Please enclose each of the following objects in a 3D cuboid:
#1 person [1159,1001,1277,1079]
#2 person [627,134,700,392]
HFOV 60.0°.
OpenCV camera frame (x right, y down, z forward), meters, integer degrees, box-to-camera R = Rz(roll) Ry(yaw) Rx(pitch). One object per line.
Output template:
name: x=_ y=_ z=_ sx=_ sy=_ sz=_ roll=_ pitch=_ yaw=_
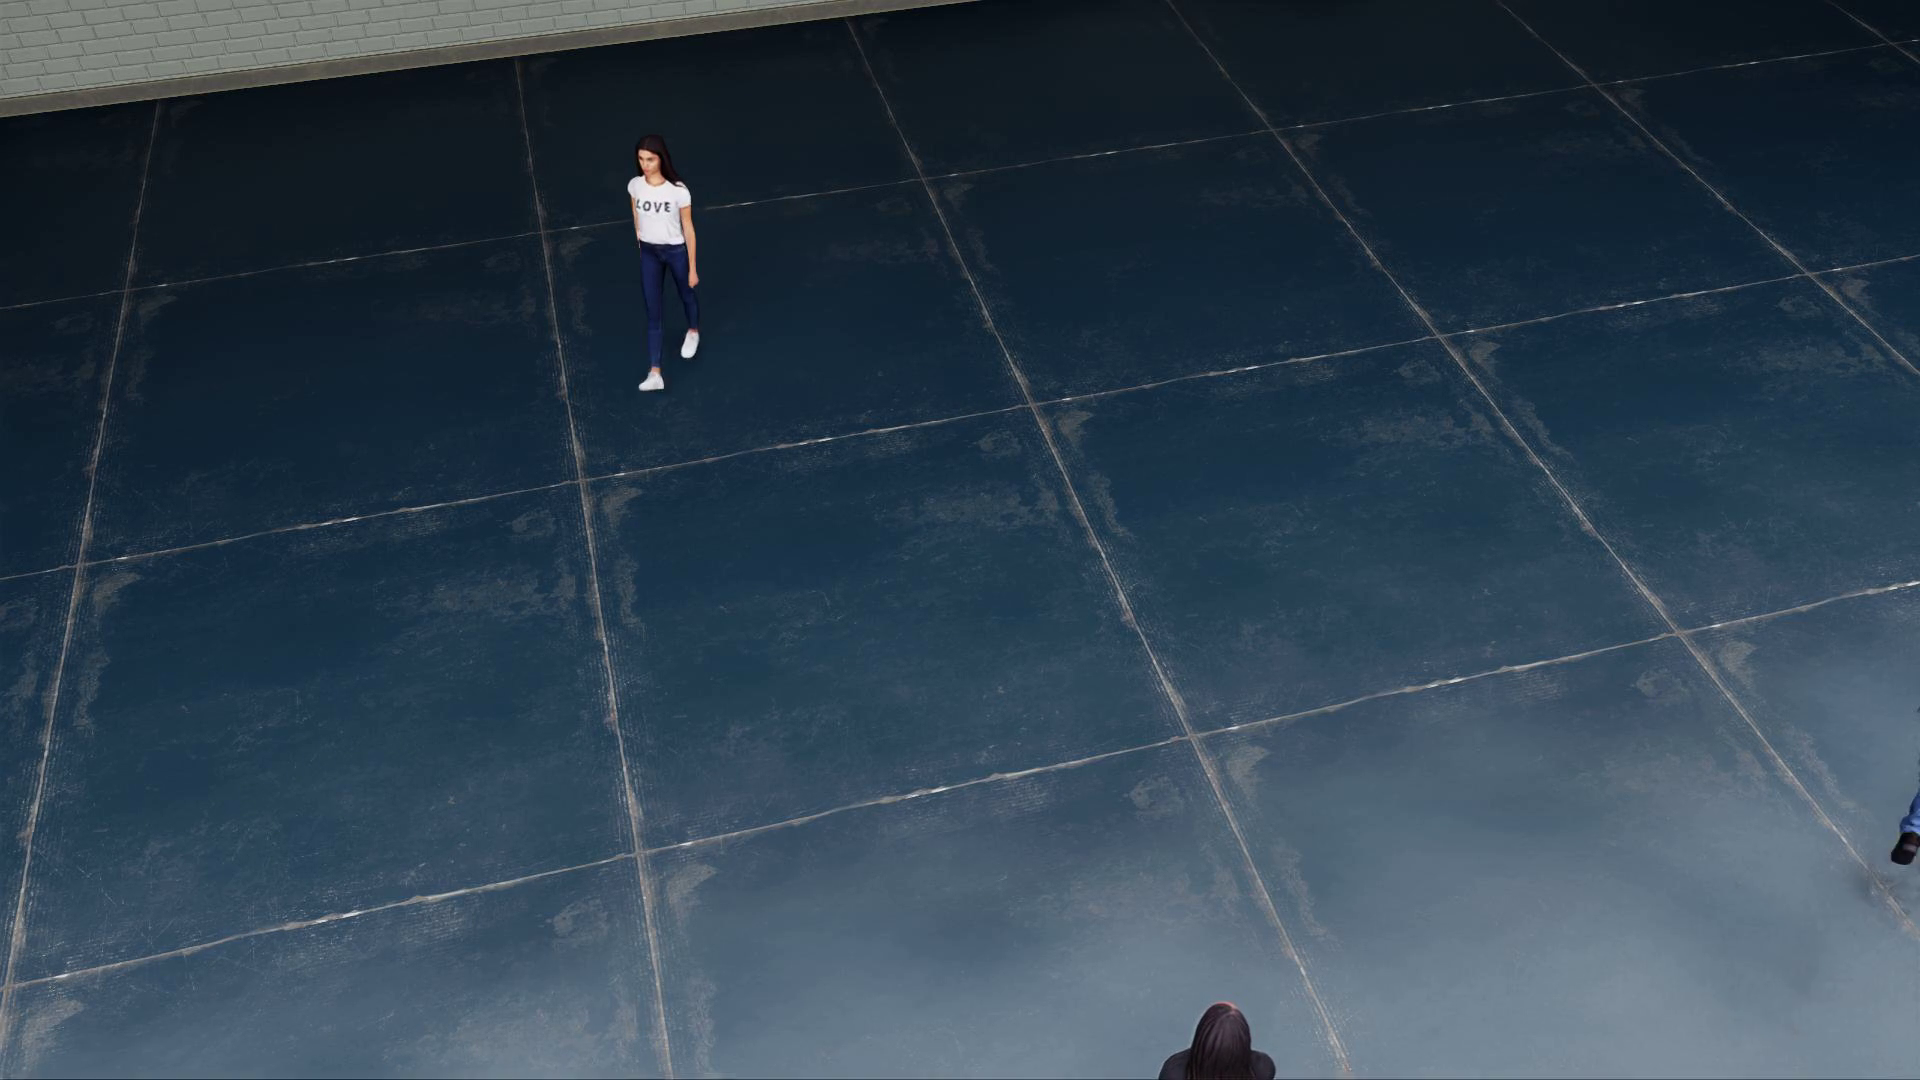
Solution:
person: x=0.951 y=2.311 z=6.445 sx=0.635 sy=1.729 sz=0.625 roll=-5 pitch=43 yaw=-6
person: x=-1.884 y=-1.888 z=10.935 sx=0.936 sy=1.738 sz=1.172 roll=8 pitch=44 yaw=8
